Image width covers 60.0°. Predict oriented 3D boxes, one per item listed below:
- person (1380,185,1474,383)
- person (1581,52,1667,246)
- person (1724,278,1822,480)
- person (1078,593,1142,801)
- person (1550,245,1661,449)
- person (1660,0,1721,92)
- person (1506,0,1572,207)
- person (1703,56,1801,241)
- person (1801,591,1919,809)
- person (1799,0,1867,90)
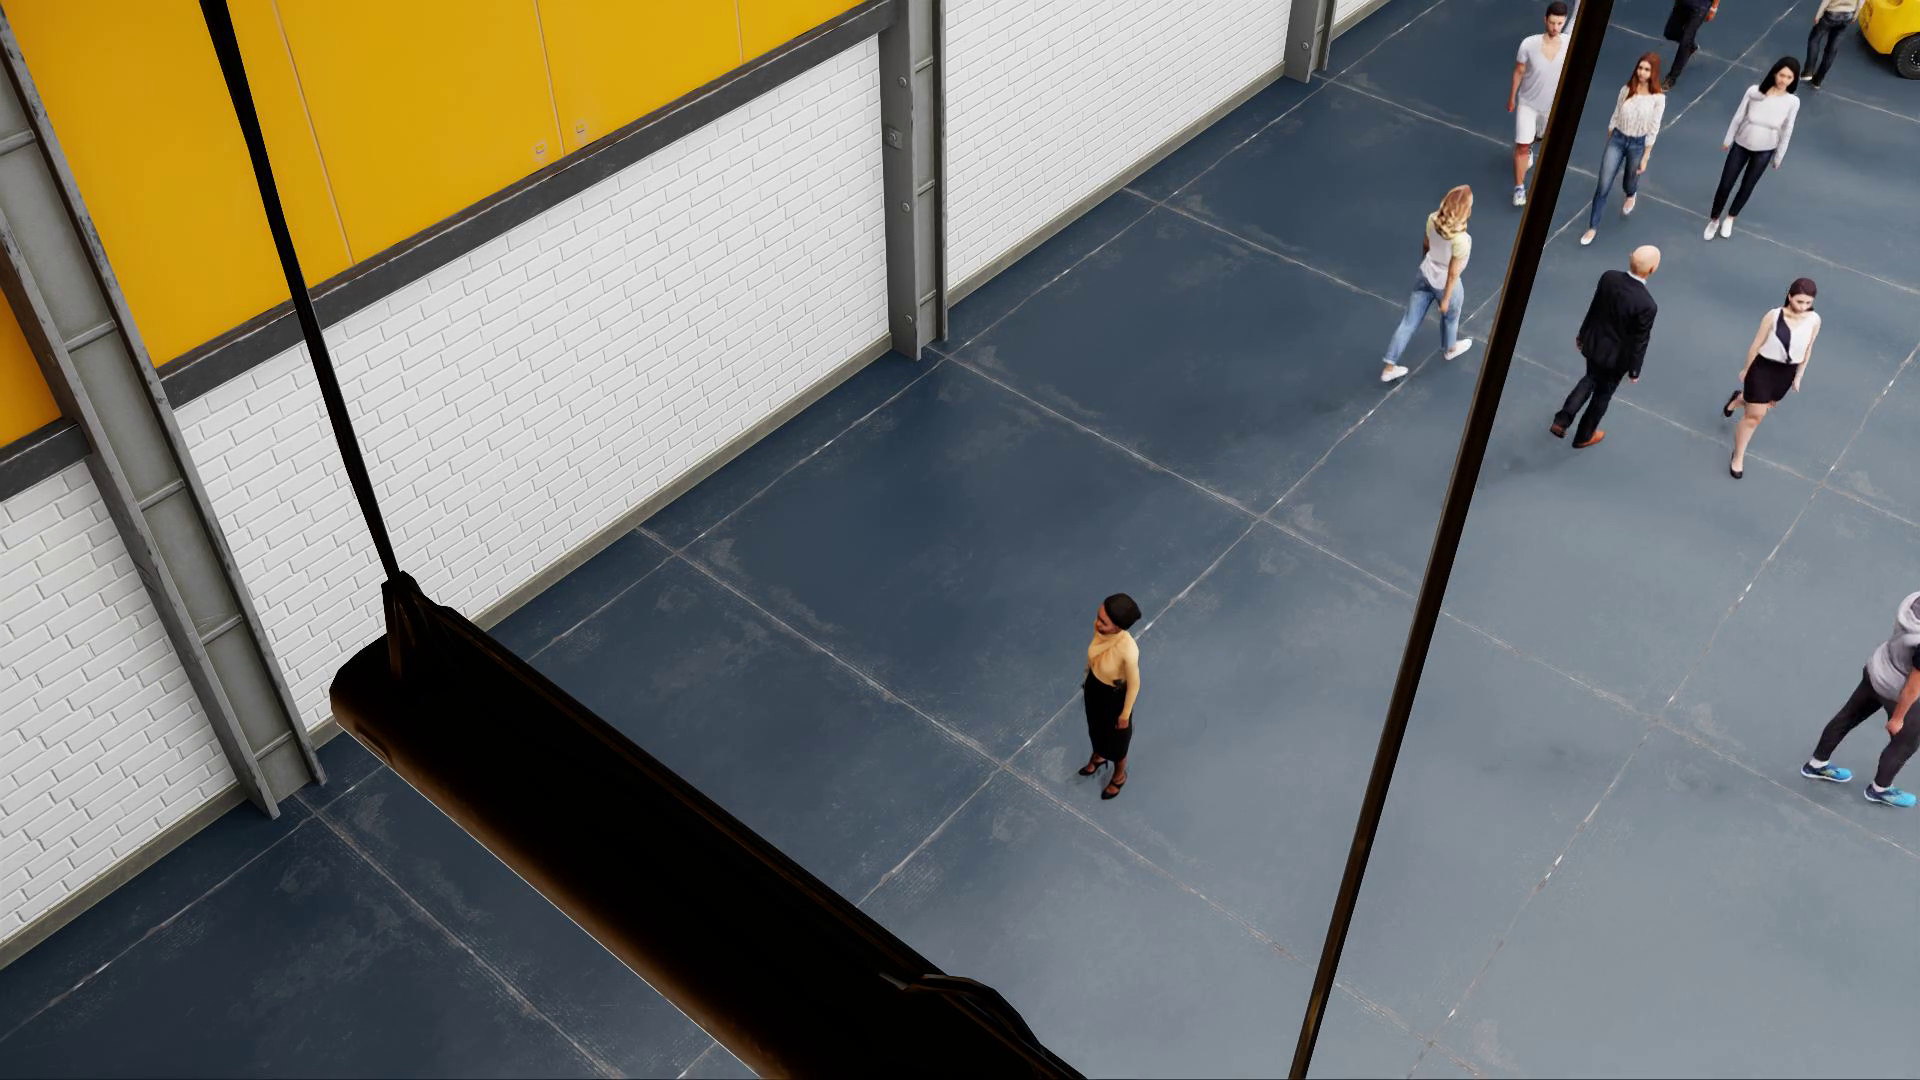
[{"bbox_3d":[3.587,-1.925,12.785,1.214,1.671,0.915,-20,47,-20],"label":"person"},{"bbox_3d":[5.777,-3.394,14.299,0.625,1.709,1.039,27,50,25],"label":"person"},{"bbox_3d":[5.888,-1.249,12.106,0.900,1.629,1.033,3,44,3],"label":"person"},{"bbox_3d":[0.886,0.926,9.805,0.645,1.654,0.650,-22,48,-22],"label":"person"},{"bbox_3d":[4.665,-1.354,12.097,0.895,1.794,0.842,-22,48,-21],"label":"person"},{"bbox_3d":[7.233,-5.272,16.221,0.946,1.777,0.768,-27,50,-26],"label":"person"},{"bbox_3d":[5.159,-3.959,14.812,1.139,1.820,1.295,1,44,1],"label":"person"},{"bbox_3d":[6.850,-3.412,14.330,0.724,1.693,0.728,18,46,18],"label":"person"},{"bbox_3d":[5.378,0.850,9.771,0.996,1.811,0.959,7,44,7],"label":"person"},{"bbox_3d":[8.588,-5.083,16.255,0.657,1.456,0.673,5,44,5],"label":"person"}]
